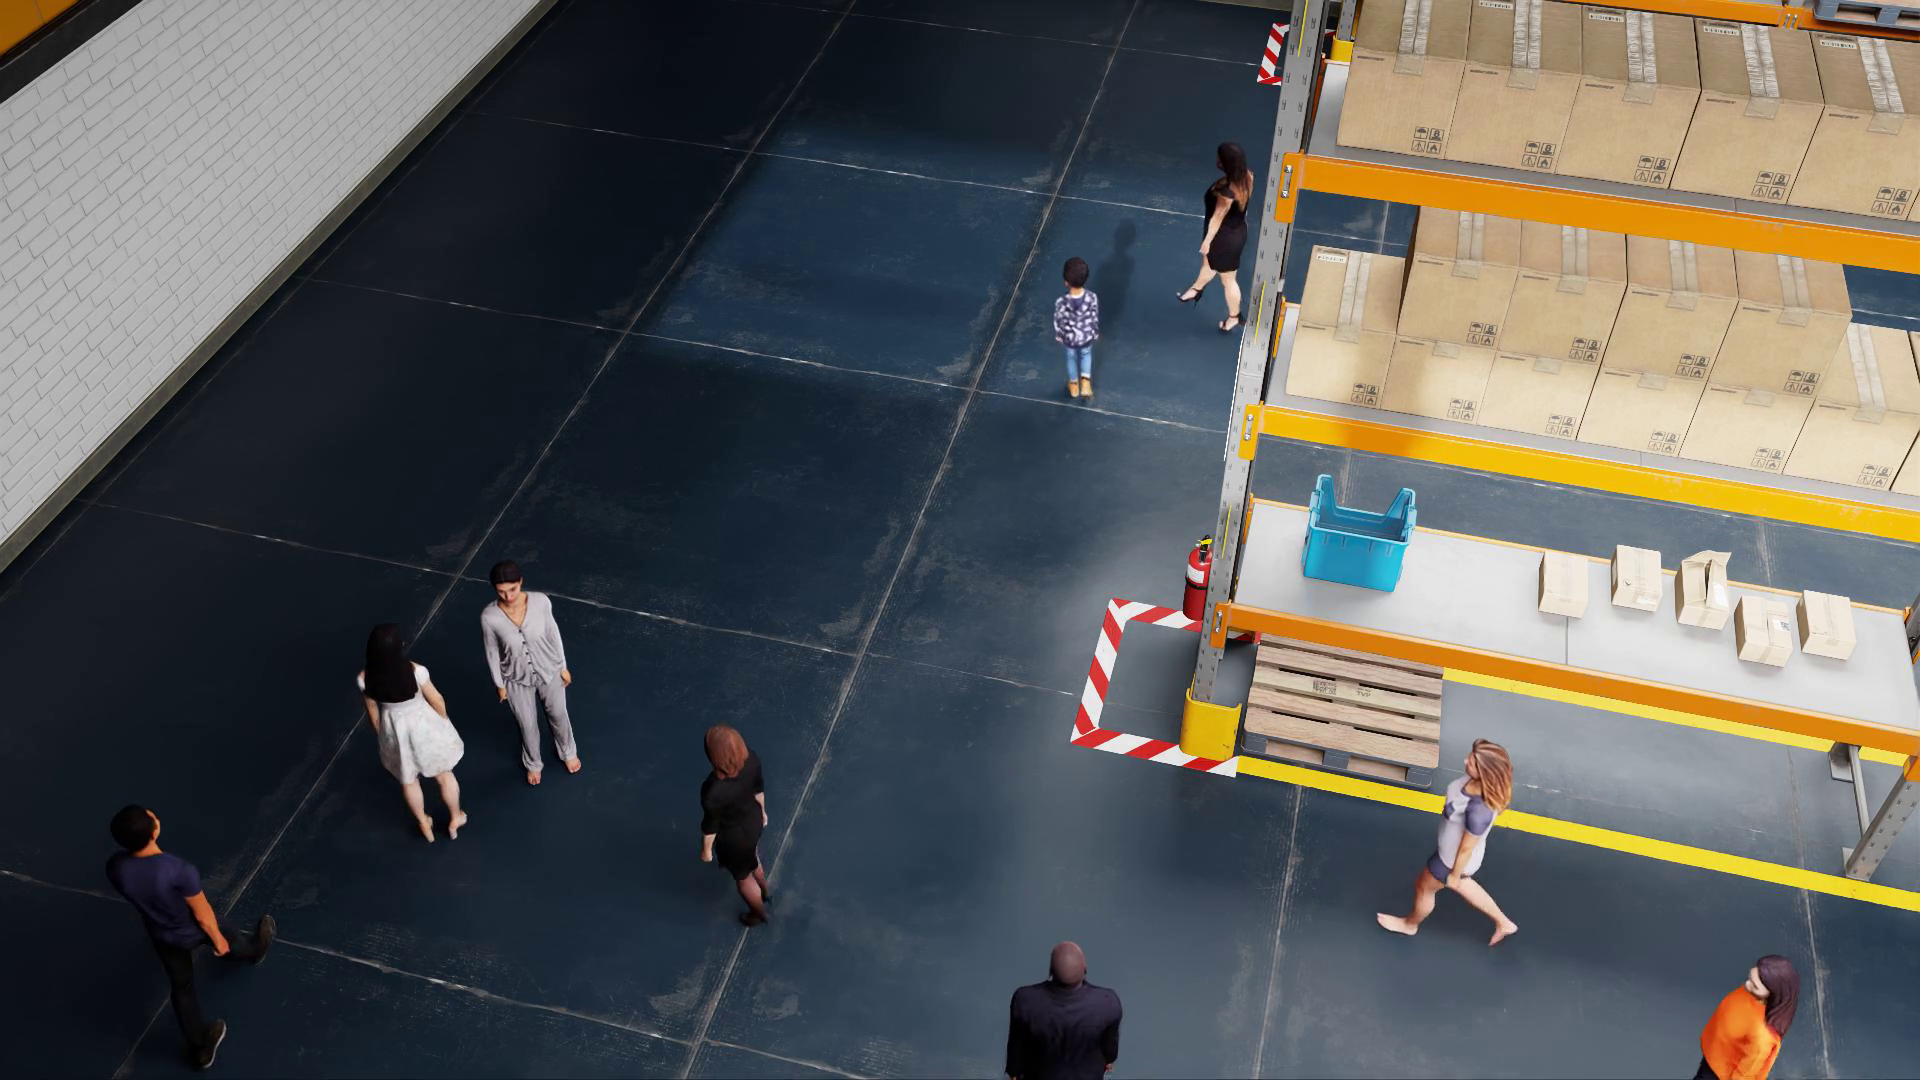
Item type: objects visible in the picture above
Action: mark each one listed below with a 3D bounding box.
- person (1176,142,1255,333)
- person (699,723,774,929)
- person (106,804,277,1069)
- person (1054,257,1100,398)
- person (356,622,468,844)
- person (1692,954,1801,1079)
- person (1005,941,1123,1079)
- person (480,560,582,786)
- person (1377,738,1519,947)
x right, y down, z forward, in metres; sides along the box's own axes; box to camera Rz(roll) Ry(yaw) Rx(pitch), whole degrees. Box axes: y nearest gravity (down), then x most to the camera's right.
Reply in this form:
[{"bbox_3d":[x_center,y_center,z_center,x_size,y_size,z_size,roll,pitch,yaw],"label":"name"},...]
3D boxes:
[{"bbox_3d":[2.217,-2.397,13.383,0.963,1.690,0.806,20,47,20],"label":"person"},{"bbox_3d":[-1.148,1.640,9.142,0.619,1.695,0.631,18,47,18],"label":"person"},{"bbox_3d":[-4.082,2.089,8.639,1.111,1.738,0.878,2,44,3],"label":"person"},{"bbox_3d":[0.910,-1.592,12.861,0.618,1.244,0.664,0,44,0],"label":"person"},{"bbox_3d":[-3.134,1.135,9.613,0.694,1.776,0.802,-9,44,-9],"label":"person"},{"bbox_3d":[3.850,2.582,8.123,0.728,1.736,0.677,18,46,18],"label":"person"},{"bbox_3d":[0.489,2.613,8.042,0.860,1.803,0.854,3,44,3],"label":"person"},{"bbox_3d":[-2.580,0.779,9.988,0.655,1.773,0.737,-17,46,-17],"label":"person"},{"bbox_3d":[2.799,1.708,9.059,1.004,1.709,0.683,15,46,16],"label":"person"}]
